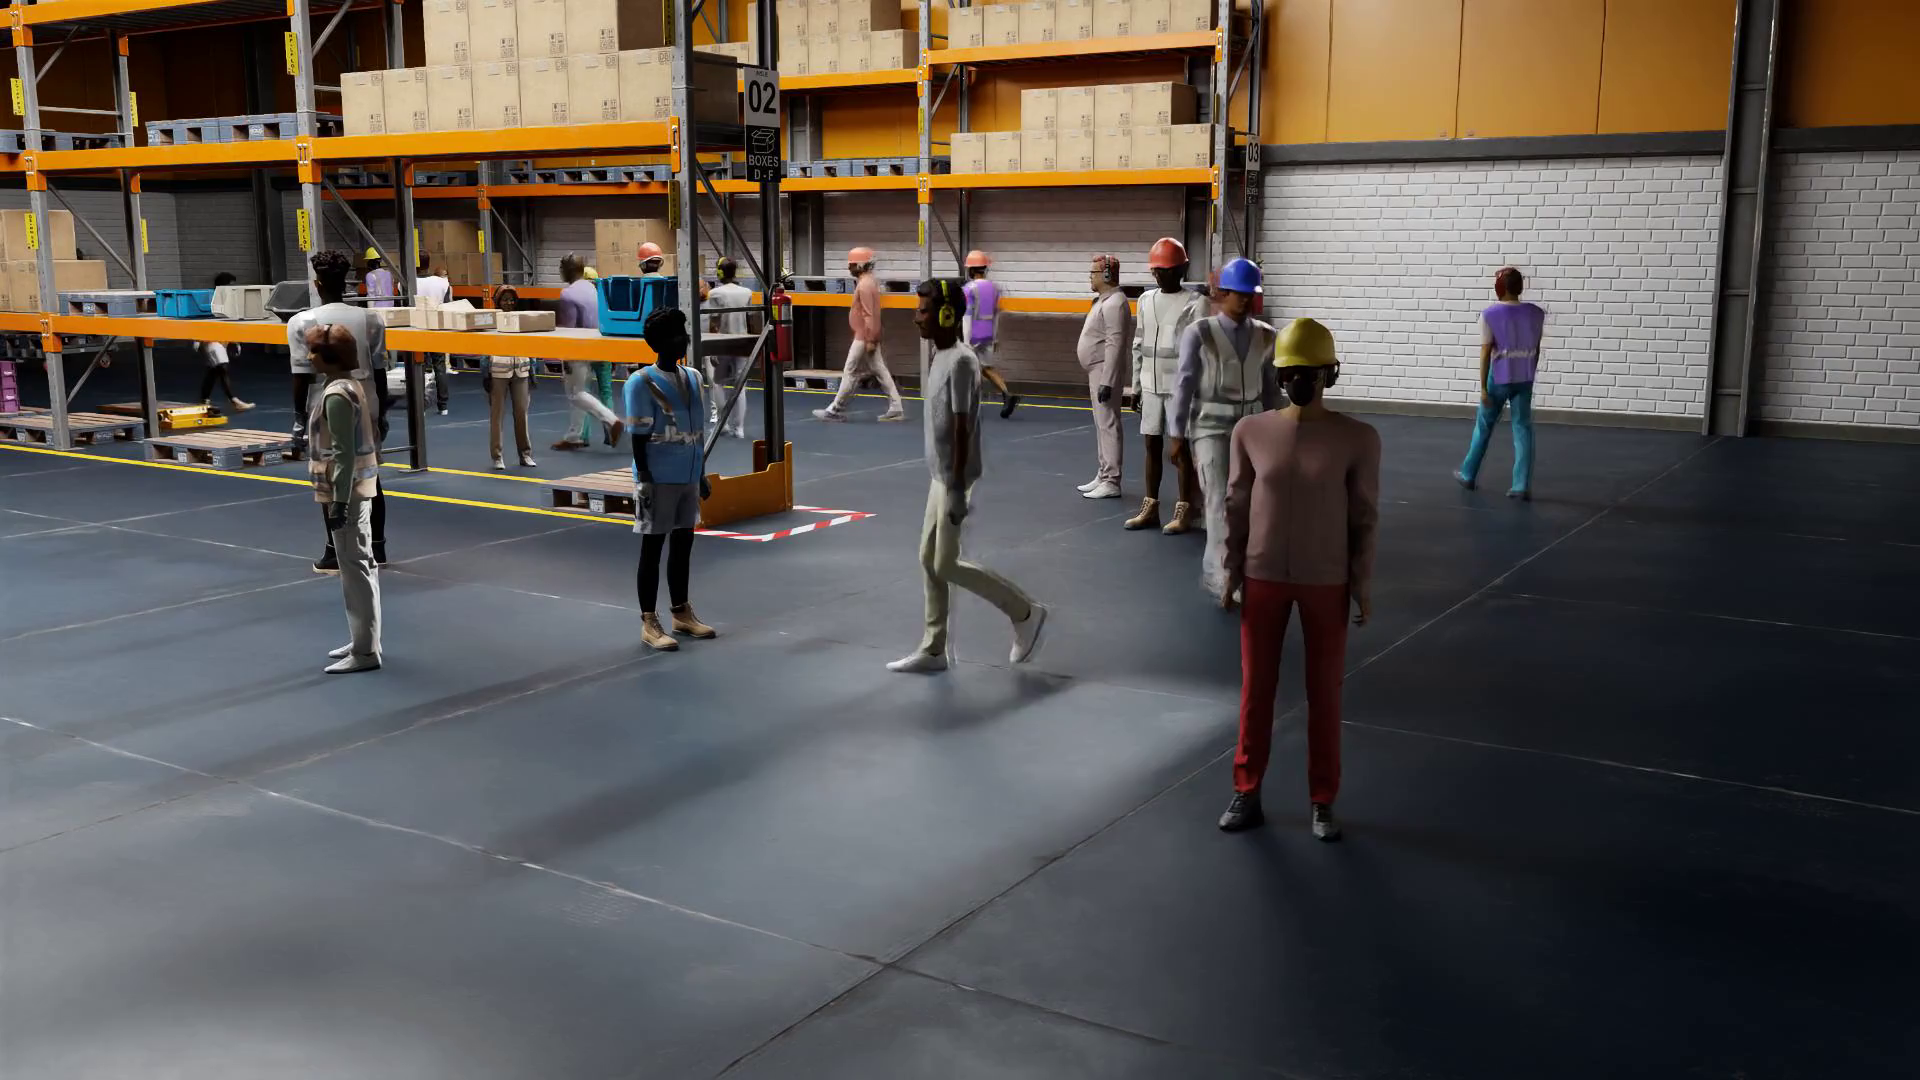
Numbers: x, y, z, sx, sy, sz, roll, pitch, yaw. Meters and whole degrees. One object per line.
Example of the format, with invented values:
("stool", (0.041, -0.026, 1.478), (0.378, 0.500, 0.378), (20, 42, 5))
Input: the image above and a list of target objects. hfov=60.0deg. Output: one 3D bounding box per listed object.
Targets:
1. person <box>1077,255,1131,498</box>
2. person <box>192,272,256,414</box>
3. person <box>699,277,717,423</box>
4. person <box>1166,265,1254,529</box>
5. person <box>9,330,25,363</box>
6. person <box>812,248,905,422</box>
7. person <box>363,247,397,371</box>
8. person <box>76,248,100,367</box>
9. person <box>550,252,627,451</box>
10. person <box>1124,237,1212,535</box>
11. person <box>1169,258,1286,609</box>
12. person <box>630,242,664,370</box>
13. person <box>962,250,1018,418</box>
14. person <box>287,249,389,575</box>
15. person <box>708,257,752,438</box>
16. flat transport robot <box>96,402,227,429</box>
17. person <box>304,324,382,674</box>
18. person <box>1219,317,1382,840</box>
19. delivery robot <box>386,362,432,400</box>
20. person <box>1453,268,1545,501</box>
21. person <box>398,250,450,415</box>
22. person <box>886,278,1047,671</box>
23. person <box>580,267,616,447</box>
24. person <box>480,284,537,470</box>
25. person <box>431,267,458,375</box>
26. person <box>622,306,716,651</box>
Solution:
("person", (1.128, -1.284, 13.116), (0.410, 1.909, 0.643), (0, 10, -1))
("person", (-8.542, -2.267, 19.255), (0.800, 1.645, 0.581), (2, 10, 9))
("person", (-2.884, -2.111, 18.482), (0.512, 1.622, 0.294), (2, 10, 9))
("person", (1.815, -1.011, 11.816), (0.834, 1.847, 0.670), (-10, 14, -43))
("person", (-15.643, -3.732, 27.469), (0.507, 1.622, 0.363), (6, 12, 28))
("person", (-1.092, -2.260, 18.459), (1.042, 1.936, 0.643), (1, 10, 3))
("person", (-8.466, -3.295, 24.243), (0.401, 1.919, 0.588), (2, 11, 13))
("person", (-13.914, -3.689, 26.452), (0.477, 1.904, 0.661), (-1, 10, -5))
("person", (-3.555, -1.772, 15.805), (0.777, 1.916, 0.633), (2, 11, 13))
("person", (1.422, -1.054, 11.479), (0.605, 2.039, 0.386), (9, 14, 41))
("person", (1.535, -0.577, 9.170), (0.646, 1.908, 0.902), (-4, 11, -21))
("person", (-3.063, -1.965, 16.644), (0.378, 1.996, 0.611), (10, 14, 44))
("person", (0.260, -2.299, 18.743), (0.547, 1.916, 0.826), (-10, 14, -44))
("person", (-3.757, -0.768, 10.093), (0.603, 1.966, 0.368), (-9, 14, -42))
("person", (-2.364, -1.977, 17.119), (0.547, 1.850, 0.577), (-5, 12, -27))
("flat transport robot", (-8.736, -1.374, 18.150), (1.431, 0.197, 0.652), (6, 12, 31))
("person", (-2.893, -0.195, 7.830), (0.307, 1.636, 0.525), (-3, 11, -15))
("person", (1.140, 0.137, 5.631), (0.524, 1.770, 0.315), (4, 11, 19))
("delivery robot", (-6.713, -1.890, 19.958), (0.707, 0.478, 0.477), (-1, 10, -6))
("person", (4.311, -1.247, 13.215), (0.585, 1.798, 0.947), (-2, 10, -9))
("person", (-6.176, -2.389, 19.249), (0.581, 1.911, 0.392), (-4, 11, -22))
("person", (0.022, -0.282, 7.722), (0.659, 1.857, 0.509), (-2, 10, -10))
("person", (-3.636, -1.801, 16.395), (0.527, 1.760, 0.343), (-6, 12, -28))
("person", (-4.008, -1.444, 14.763), (0.513, 1.635, 0.311), (-8, 13, -39))
("person", (-7.787, -3.287, 25.004), (0.284, 1.626, 0.493), (5, 11, 24))
("person", (-1.444, -0.310, 8.296), (0.318, 1.700, 0.535), (6, 12, 29))
